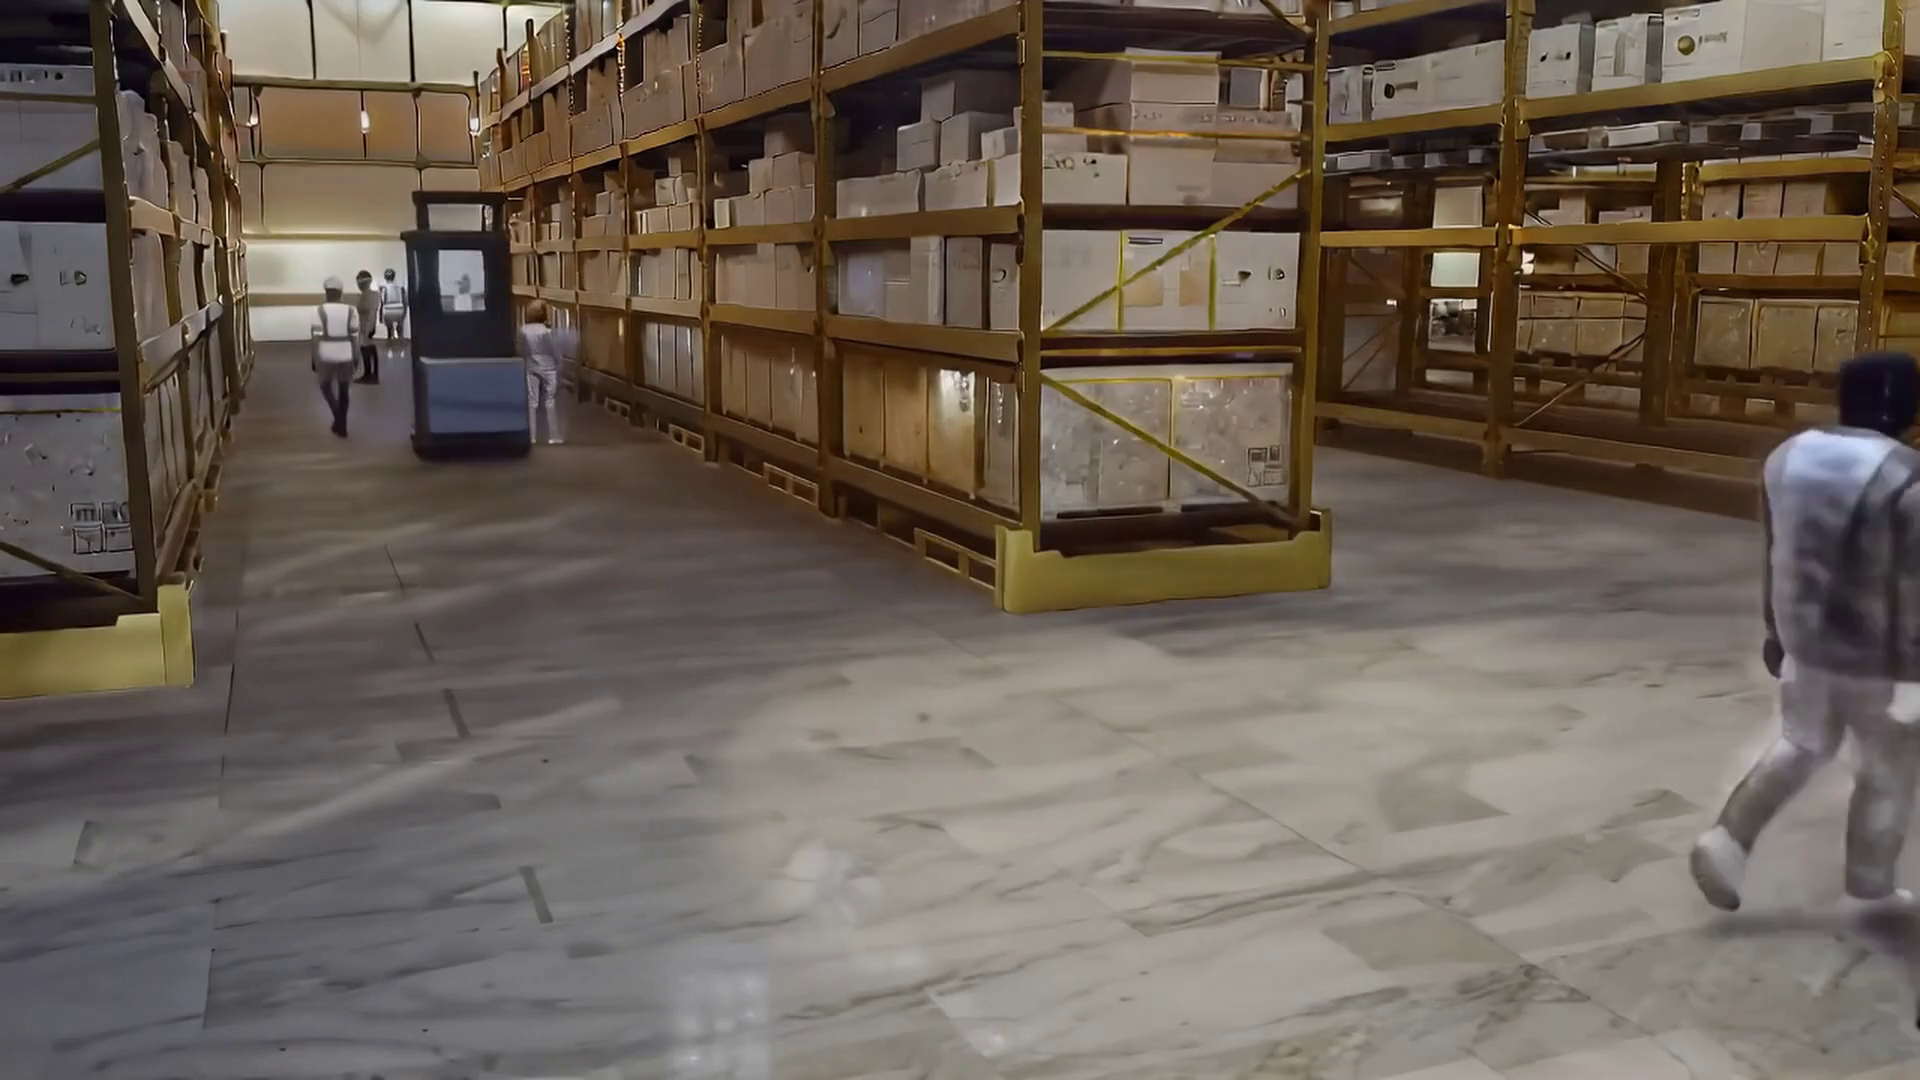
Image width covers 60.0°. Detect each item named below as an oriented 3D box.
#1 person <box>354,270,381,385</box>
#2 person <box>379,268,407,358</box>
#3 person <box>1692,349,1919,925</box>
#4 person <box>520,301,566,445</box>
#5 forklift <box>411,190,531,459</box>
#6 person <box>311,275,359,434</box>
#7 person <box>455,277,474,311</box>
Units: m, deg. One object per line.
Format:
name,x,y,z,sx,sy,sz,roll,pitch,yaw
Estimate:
person,-10.121,-3.617,28.333,0.551,1.942,0.344,8,13,41
person,-12.269,-4.899,35.989,0.605,1.951,0.380,-9,13,-44
person,2.682,0.323,5.104,0.723,1.818,0.635,-4,10,-21
person,-4.744,-1.886,18.871,0.517,1.641,0.308,3,10,18
forklift,-5.337,-2.348,17.926,1.129,2.768,1.873,-4,10,-22
person,-7.469,-2.206,19.926,0.571,1.925,0.547,-7,12,-36
person,-10.864,-4.882,36.476,0.548,1.766,0.411,7,12,35
